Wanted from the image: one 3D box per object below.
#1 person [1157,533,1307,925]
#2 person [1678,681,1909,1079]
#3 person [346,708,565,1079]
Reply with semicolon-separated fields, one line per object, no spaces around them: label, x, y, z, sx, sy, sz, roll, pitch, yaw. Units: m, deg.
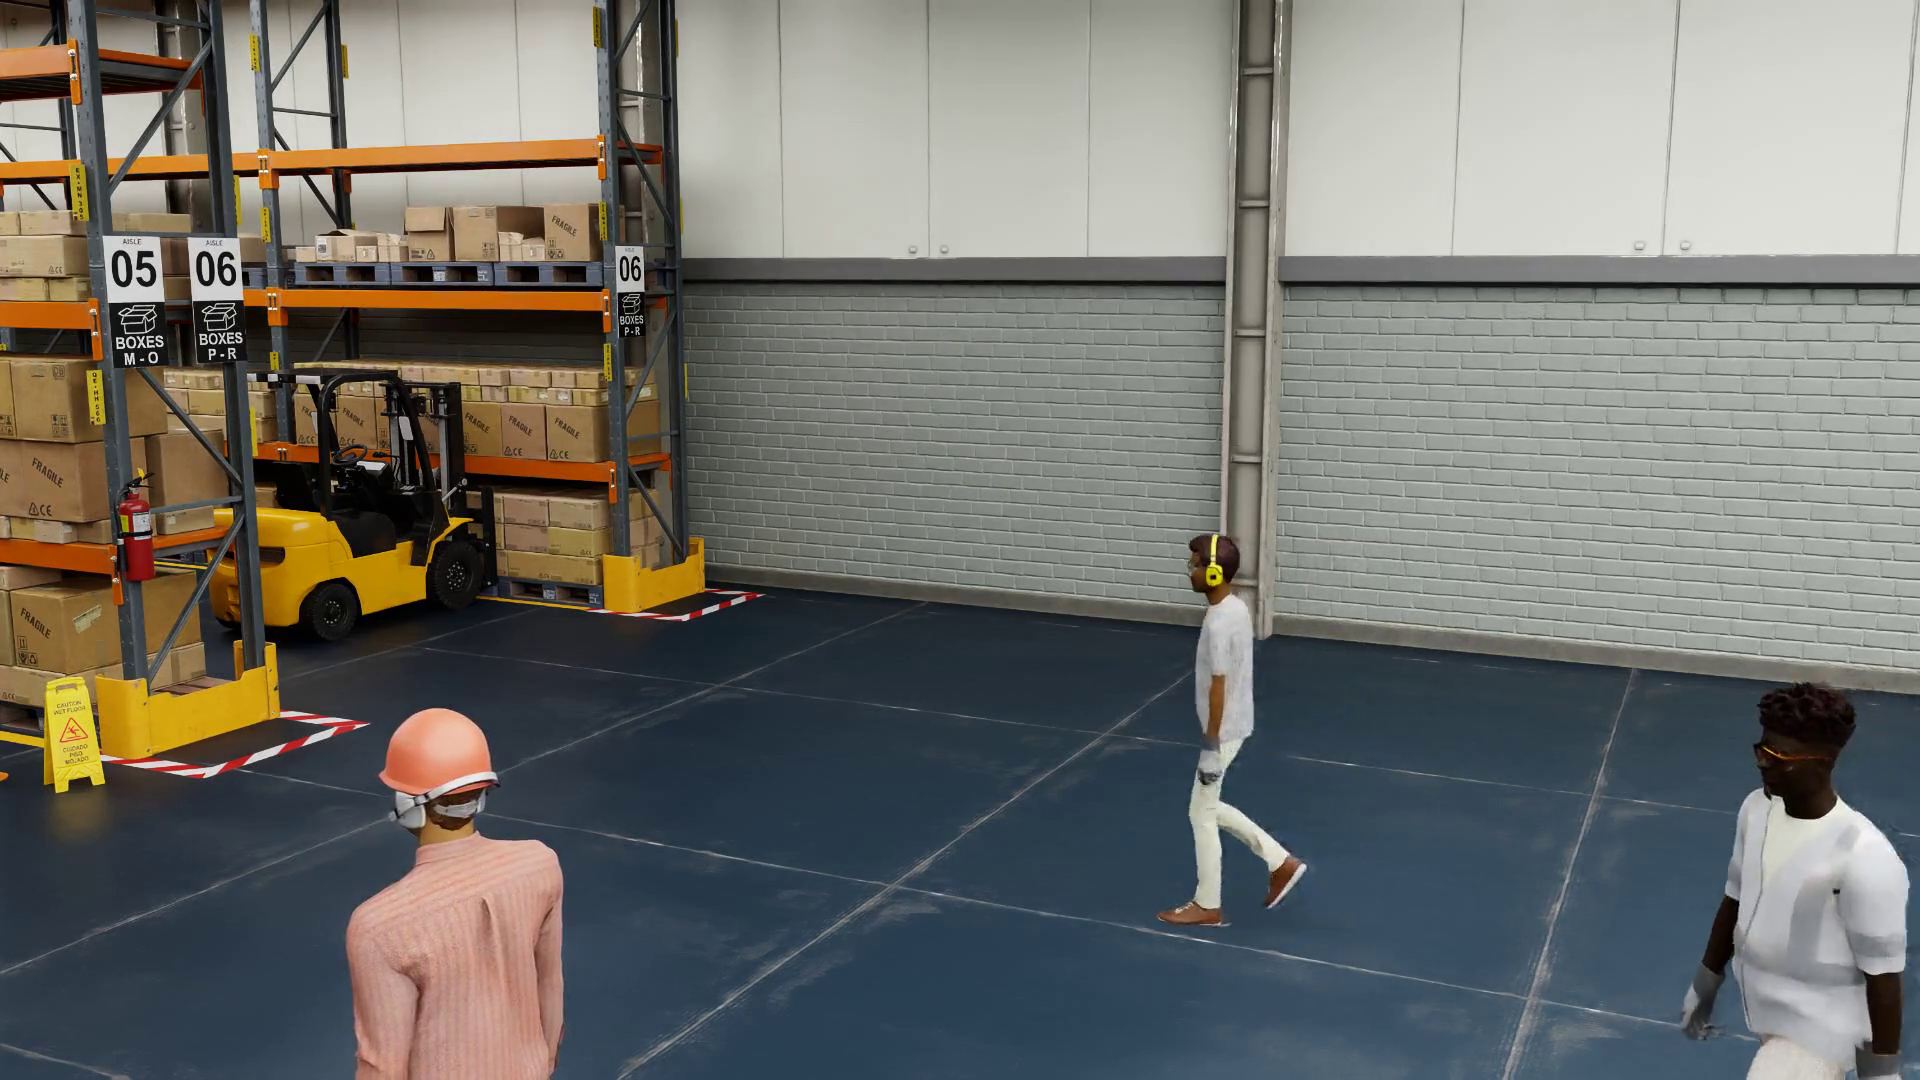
person;1.249;0.886;7.603;0.574;1.853;0.514;2;10;14
person;2.347;1.327;4.702;1.050;1.908;0.620;-1;9;-4
person;-1.220;1.386;4.068;0.377;1.995;0.608;6;11;32
